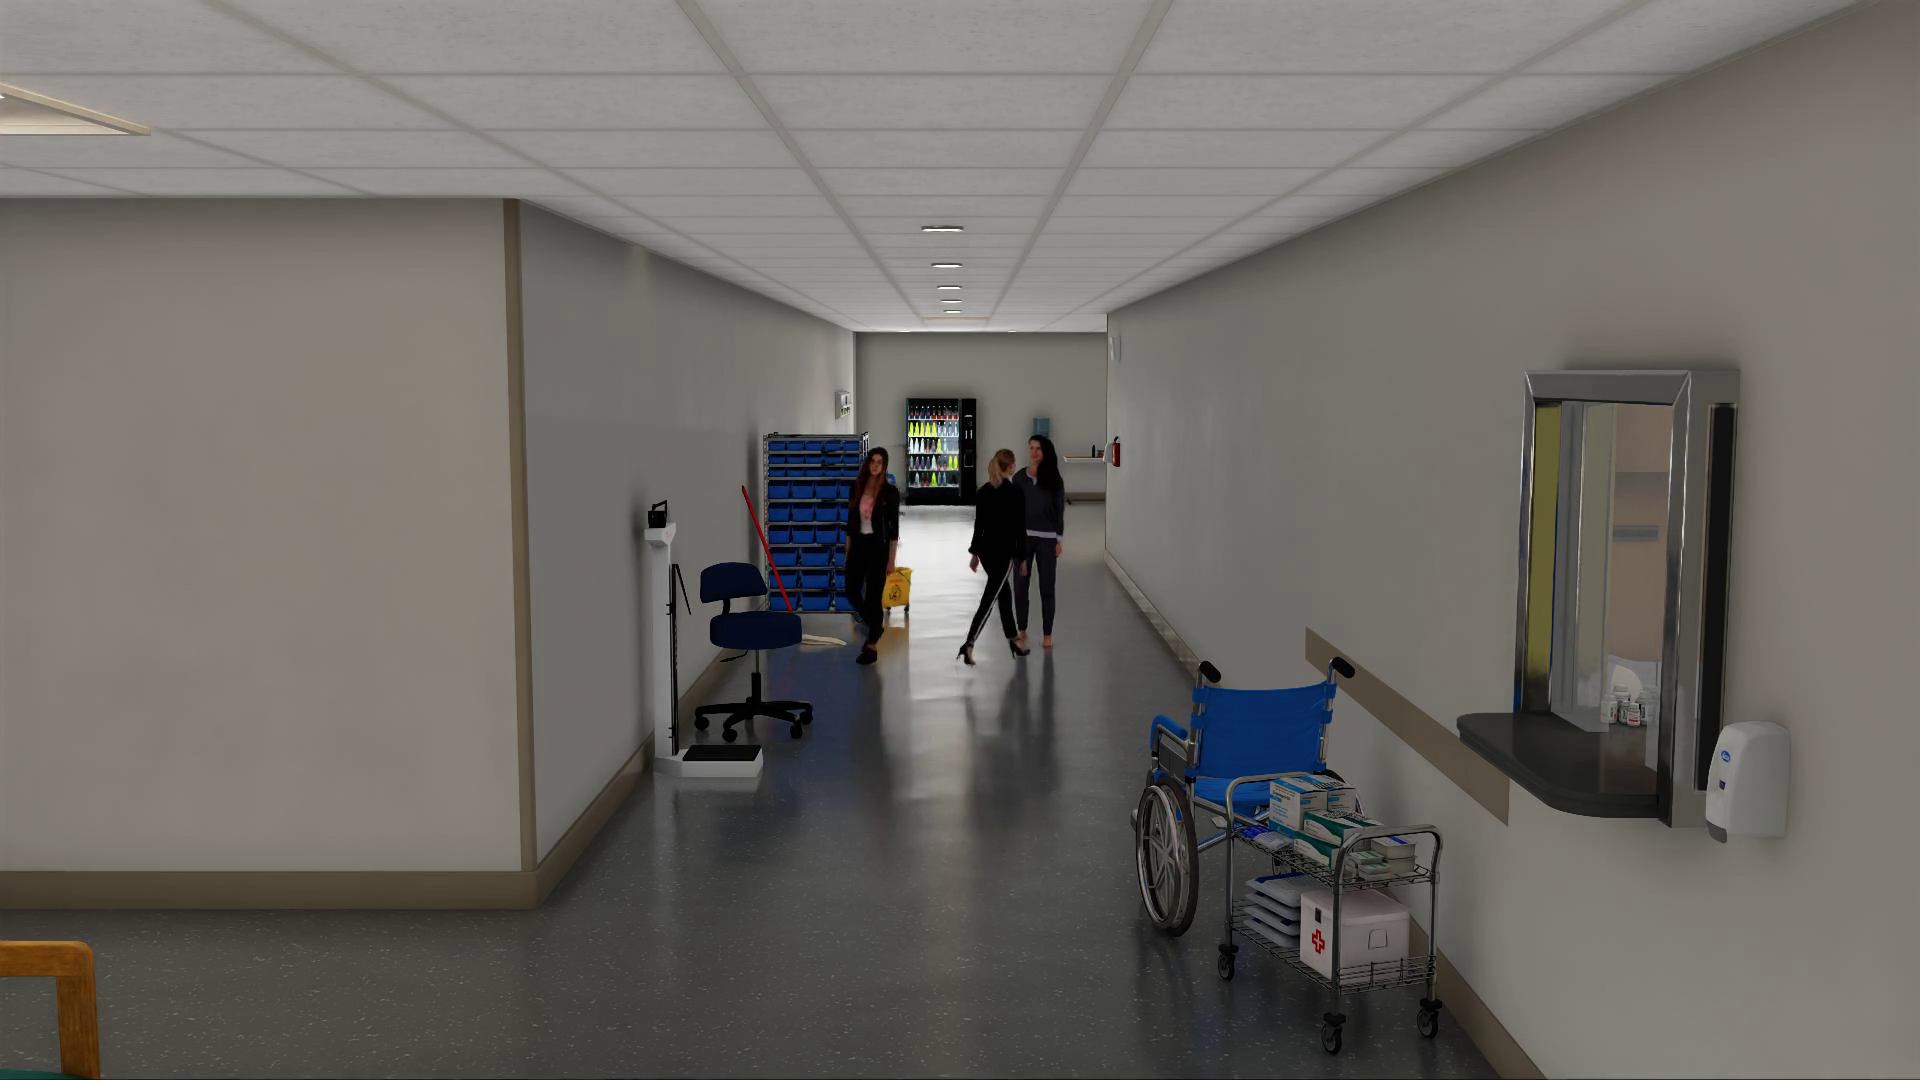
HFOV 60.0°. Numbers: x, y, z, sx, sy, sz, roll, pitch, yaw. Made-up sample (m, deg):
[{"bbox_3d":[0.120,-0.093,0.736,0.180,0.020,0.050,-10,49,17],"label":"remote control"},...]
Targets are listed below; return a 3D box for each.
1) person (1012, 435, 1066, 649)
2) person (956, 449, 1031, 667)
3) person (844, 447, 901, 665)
[{"bbox_3d":[0.635,-0.008,13.918,0.630,1.779,0.748,1,6,15],"label":"person"},{"bbox_3d":[0.232,0.180,12.662,1.115,1.656,1.133,5,7,40],"label":"person"},{"bbox_3d":[-0.650,0.119,13.079,0.781,1.694,0.837,3,6,27],"label":"person"}]
